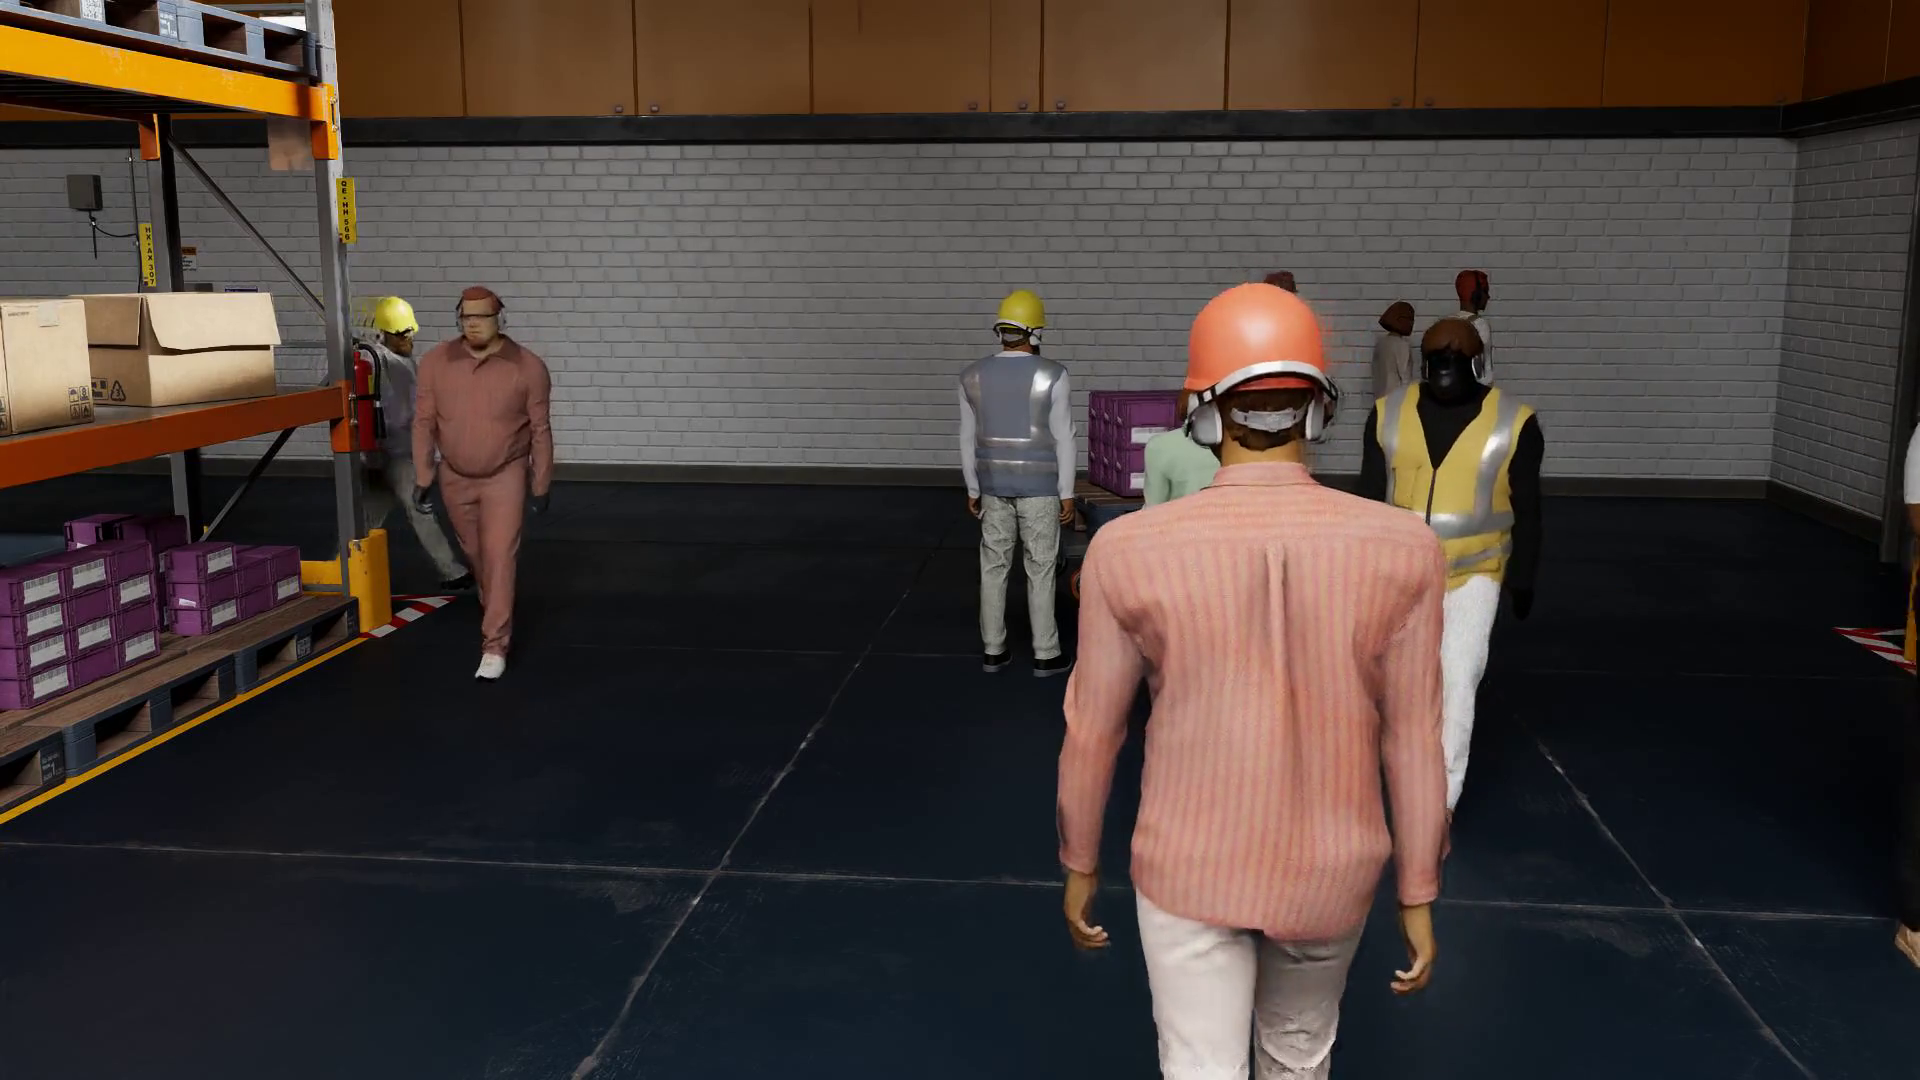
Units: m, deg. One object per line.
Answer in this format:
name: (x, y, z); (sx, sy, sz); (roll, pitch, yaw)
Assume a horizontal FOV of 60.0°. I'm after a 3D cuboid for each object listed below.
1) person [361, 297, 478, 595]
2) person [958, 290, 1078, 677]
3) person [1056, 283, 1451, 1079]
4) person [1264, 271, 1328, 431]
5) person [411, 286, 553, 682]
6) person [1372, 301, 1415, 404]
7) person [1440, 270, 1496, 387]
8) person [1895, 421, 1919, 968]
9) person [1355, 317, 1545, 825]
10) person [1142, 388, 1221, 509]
person: (-3.257, -0.529, 9.672); (0.950, 1.757, 0.617); (-1, 10, -4)
person: (0.292, -0.265, 7.918); (0.586, 1.835, 0.403); (5, 11, 25)
person: (0.485, 0.540, 2.953); (0.642, 1.956, 0.898); (0, 10, -1)
person: (2.239, -0.887, 11.375); (0.667, 1.861, 0.944); (-9, 13, -41)
person: (-2.319, -0.314, 8.152); (0.632, 1.859, 1.026); (0, 10, 1)
person: (3.303, -0.992, 12.656); (0.279, 1.633, 0.498); (-2, 10, -14)
person: (3.438, -0.886, 11.336); (0.354, 1.883, 0.572); (-3, 10, -17)
person: (2.891, 0.246, 4.404); (0.694, 2.000, 0.642); (0, 10, -2)
person: (1.694, 0.116, 5.884); (0.612, 1.789, 0.936); (6, 12, 32)
person: (0.930, 0.126, 6.282); (0.494, 1.624, 0.284); (0, 10, 1)
